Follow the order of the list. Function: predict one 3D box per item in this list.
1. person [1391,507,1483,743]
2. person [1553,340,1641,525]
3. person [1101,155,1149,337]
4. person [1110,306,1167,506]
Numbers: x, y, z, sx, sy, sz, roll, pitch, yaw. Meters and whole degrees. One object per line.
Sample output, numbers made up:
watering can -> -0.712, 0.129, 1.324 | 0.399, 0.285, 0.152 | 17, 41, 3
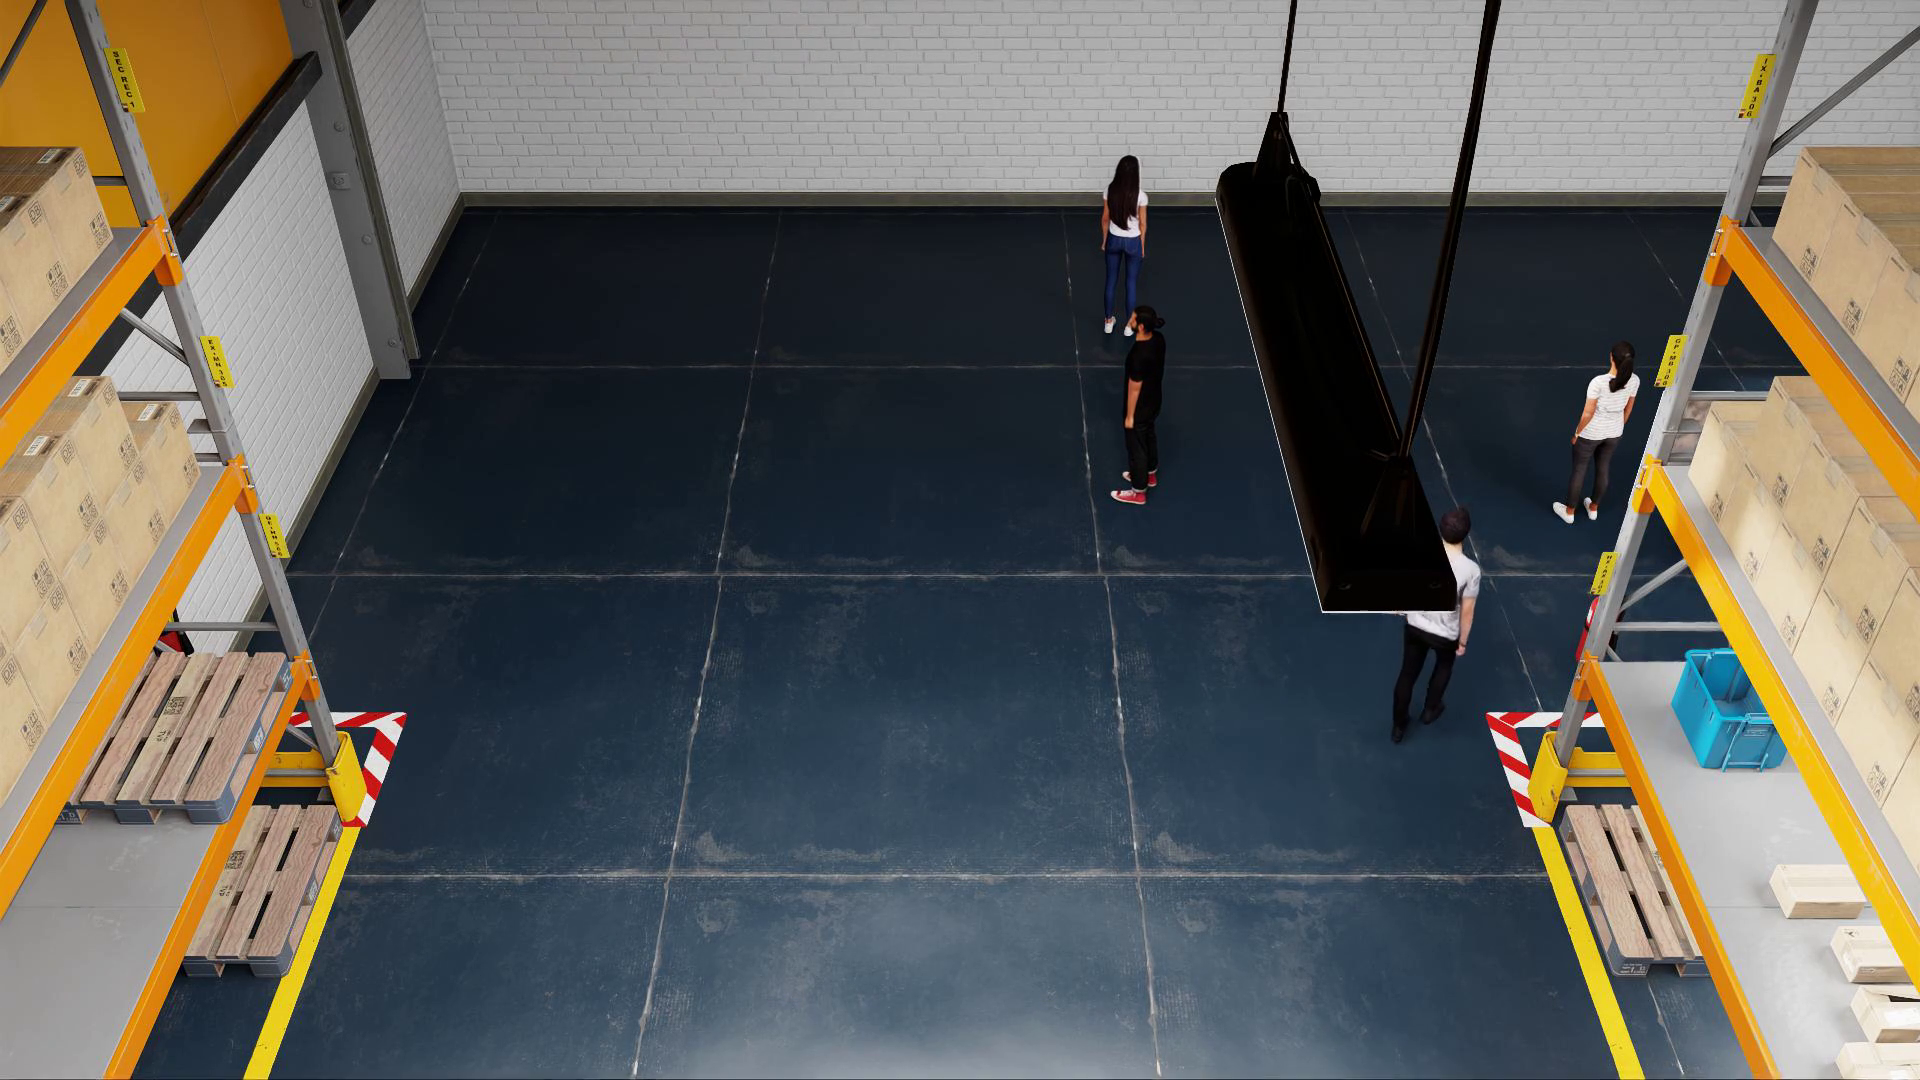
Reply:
person -> 3.105, 0.633, 11.053 | 0.891, 1.846, 0.953 | 22, 44, 25
person -> 5.032, -0.851, 13.070 | 0.605, 1.647, 0.577 | -6, 39, -8
person -> 1.503, -2.701, 15.285 | 0.662, 1.775, 0.656 | 17, 42, 20
person -> 1.462, -1.091, 13.285 | 0.744, 1.754, 0.599 | 15, 41, 18
